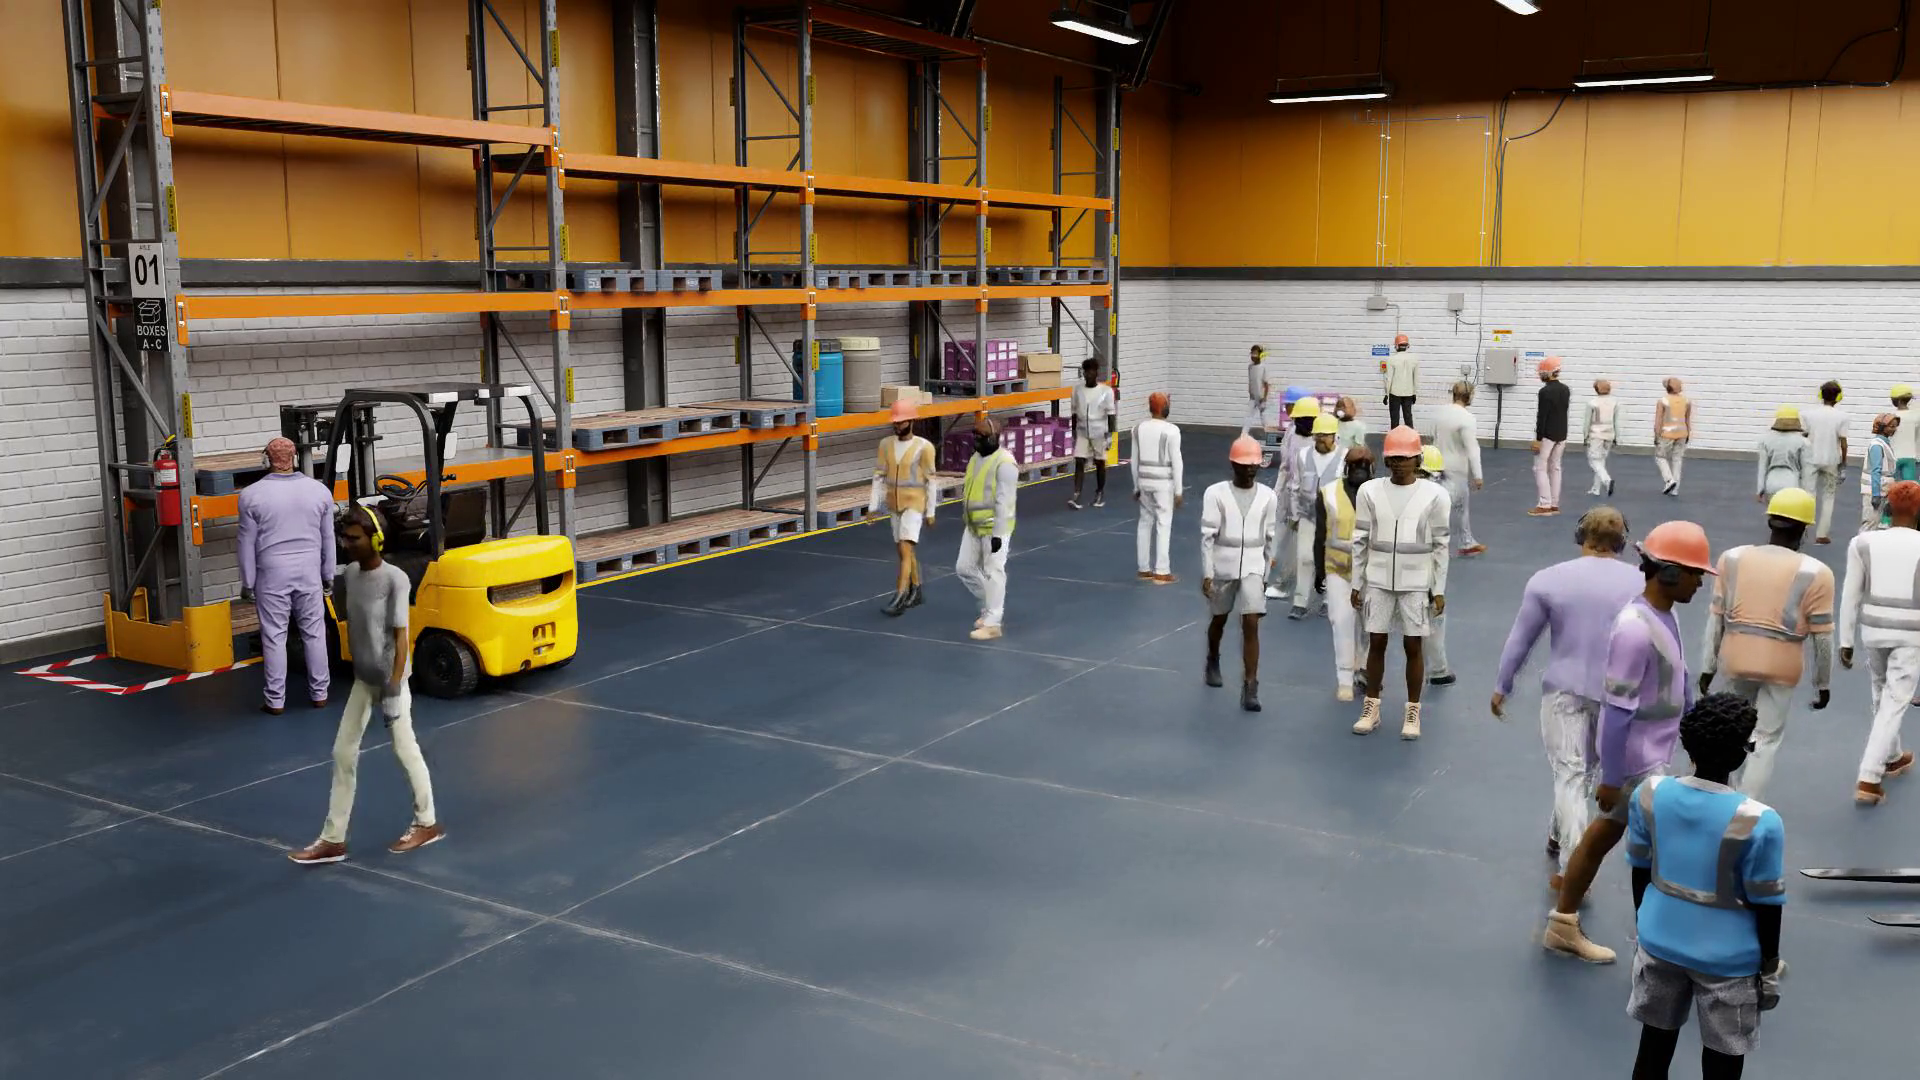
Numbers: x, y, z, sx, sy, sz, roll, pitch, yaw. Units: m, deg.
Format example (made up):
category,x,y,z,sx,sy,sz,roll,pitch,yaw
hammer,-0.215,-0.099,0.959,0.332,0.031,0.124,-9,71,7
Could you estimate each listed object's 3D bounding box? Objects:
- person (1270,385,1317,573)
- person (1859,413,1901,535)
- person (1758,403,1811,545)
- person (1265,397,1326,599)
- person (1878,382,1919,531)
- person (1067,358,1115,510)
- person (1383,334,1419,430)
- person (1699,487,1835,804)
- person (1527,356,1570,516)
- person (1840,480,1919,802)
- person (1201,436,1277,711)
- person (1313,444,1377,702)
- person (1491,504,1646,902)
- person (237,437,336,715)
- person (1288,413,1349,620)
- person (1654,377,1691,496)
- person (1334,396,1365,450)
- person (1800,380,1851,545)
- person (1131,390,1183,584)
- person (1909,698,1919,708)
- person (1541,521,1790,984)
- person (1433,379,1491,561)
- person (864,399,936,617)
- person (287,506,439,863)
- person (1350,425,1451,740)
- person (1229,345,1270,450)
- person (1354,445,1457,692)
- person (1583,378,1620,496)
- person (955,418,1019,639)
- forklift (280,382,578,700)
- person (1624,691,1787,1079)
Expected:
category,x,y,z,sx,sy,sz,roll,pitch,yaw
person,3.373,-0.604,16.692,0.813,1.921,0.625,-1,9,-4
person,9.107,-0.445,16.513,0.311,1.636,0.522,6,11,33
person,8.274,-0.520,16.765,0.493,1.710,0.775,9,13,43
person,3.230,-0.394,15.470,1.014,1.877,0.605,-3,10,-21
person,10.947,-0.951,19.315,0.533,1.748,0.621,0,9,-1
person,1.655,-1.343,21.203,0.634,1.916,0.965,4,10,22
person,7.421,-2.471,28.037,0.616,1.993,0.395,-2,9,-13
person,4.312,0.663,8.788,0.801,1.891,0.605,-8,12,-40
person,7.373,-1.287,20.734,0.717,1.979,0.430,-7,11,-36
person,5.419,0.571,9.617,1.030,1.830,0.587,-7,12,-39
person,1.952,0.195,11.765,0.564,1.897,1.005,0,9,-2
person,2.854,0.202,11.932,0.636,1.821,0.753,2,9,12
person,3.036,0.760,8.225,0.745,1.871,1.026,1,9,9
person,-4.619,0.242,11.420,0.647,1.900,0.403,-8,12,-39
person,3.106,-0.187,14.366,0.627,1.800,0.807,5,10,28
person,9.642,-1.394,22.490,0.556,1.622,0.384,-1,9,-5
person,4.310,-0.818,18.879,0.585,1.610,0.531,-8,12,-42
person,9.465,-0.836,18.291,0.530,1.849,0.672,8,12,40
person,1.920,-0.514,16.178,0.580,1.883,0.337,9,12,43
person,7.057,0.401,11.413,0.882,1.576,0.575,0,9,0
person,2.987,0.910,6.999,1.053,1.981,0.605,5,10,27
person,5.286,-0.714,17.341,0.905,1.902,0.662,-2,9,-10
person,-0.543,-0.282,14.681,0.567,1.899,0.922,6,11,33
person,-3.048,0.750,8.442,0.566,1.832,0.879,6,11,33
person,2.825,0.277,10.747,0.616,2.040,0.383,5,10,26
person,4.904,-2.318,27.638,0.980,1.814,0.544,-7,11,-37
person,3.220,0.215,11.926,0.866,1.796,0.582,-7,12,-38
person,8.646,-1.365,22.348,0.524,1.614,0.644,-2,9,-13
person,0.230,-0.091,13.691,0.442,1.827,0.633,-6,11,-32
forklift,-3.974,-0.067,12.417,2.313,2.155,1.214,5,11,30
person,2.376,1.318,5.325,0.318,1.697,0.535,-6,11,-34
